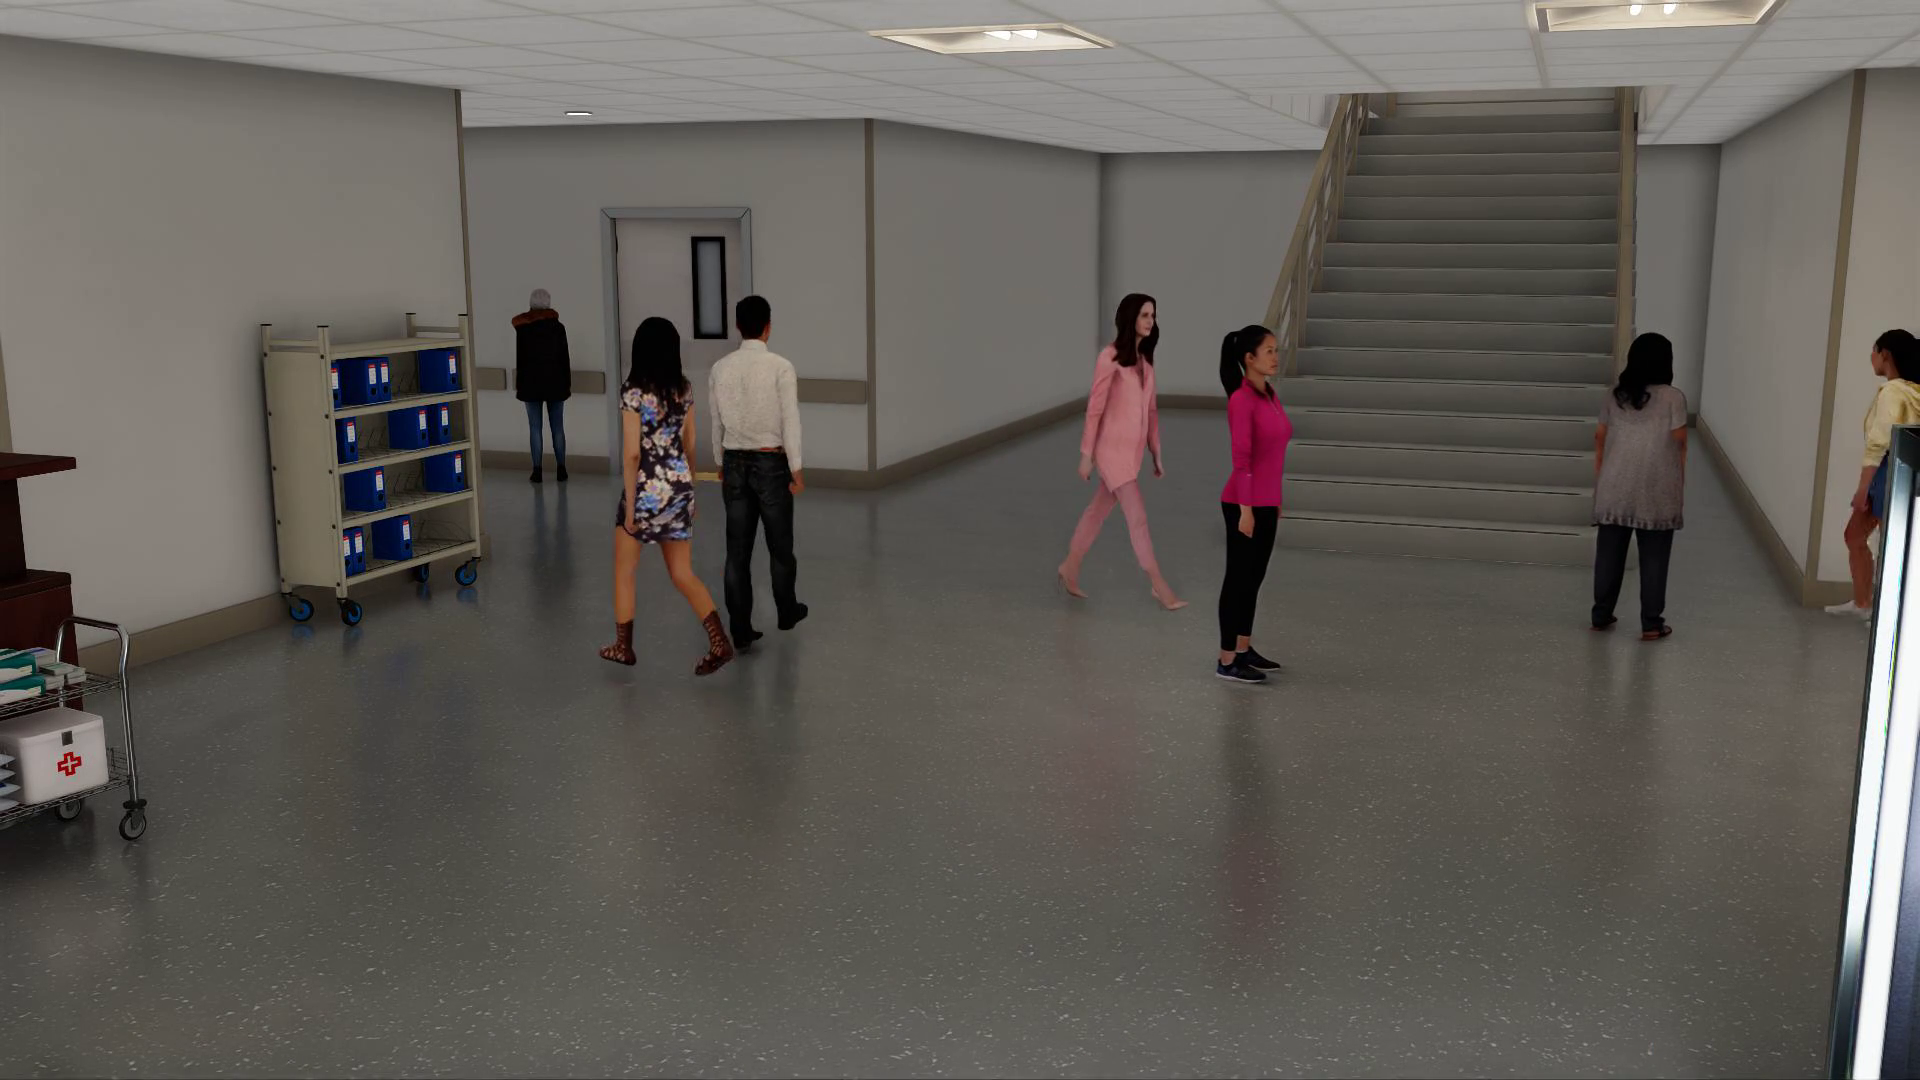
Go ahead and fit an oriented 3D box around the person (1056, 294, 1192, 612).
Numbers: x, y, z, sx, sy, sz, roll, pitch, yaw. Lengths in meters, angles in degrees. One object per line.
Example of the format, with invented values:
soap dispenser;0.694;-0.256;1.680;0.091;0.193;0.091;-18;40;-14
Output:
person;0.819;-0.451;9.300;0.997;1.733;1.192;10;15;43

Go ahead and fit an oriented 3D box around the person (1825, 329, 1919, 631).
person;4.971;-0.272;8.689;0.847;1.610;0.778;9;14;41

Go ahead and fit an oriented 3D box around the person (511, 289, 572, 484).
person;-3.540;-1.316;14.126;0.747;1.634;0.798;-4;11;-21

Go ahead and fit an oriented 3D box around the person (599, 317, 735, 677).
person;-1.369;-0.165;7.891;0.926;1.697;1.121;8;14;37

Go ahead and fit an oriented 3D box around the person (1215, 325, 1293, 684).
person;1.381;-0.176;7.945;0.678;1.699;0.552;6;12;30

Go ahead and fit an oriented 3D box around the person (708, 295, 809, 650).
person;-1.074;-0.327;8.503;0.749;1.788;0.986;3;11;15

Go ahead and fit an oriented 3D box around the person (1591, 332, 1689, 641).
person;3.598;-0.298;8.833;0.752;1.607;0.782;10;15;43
